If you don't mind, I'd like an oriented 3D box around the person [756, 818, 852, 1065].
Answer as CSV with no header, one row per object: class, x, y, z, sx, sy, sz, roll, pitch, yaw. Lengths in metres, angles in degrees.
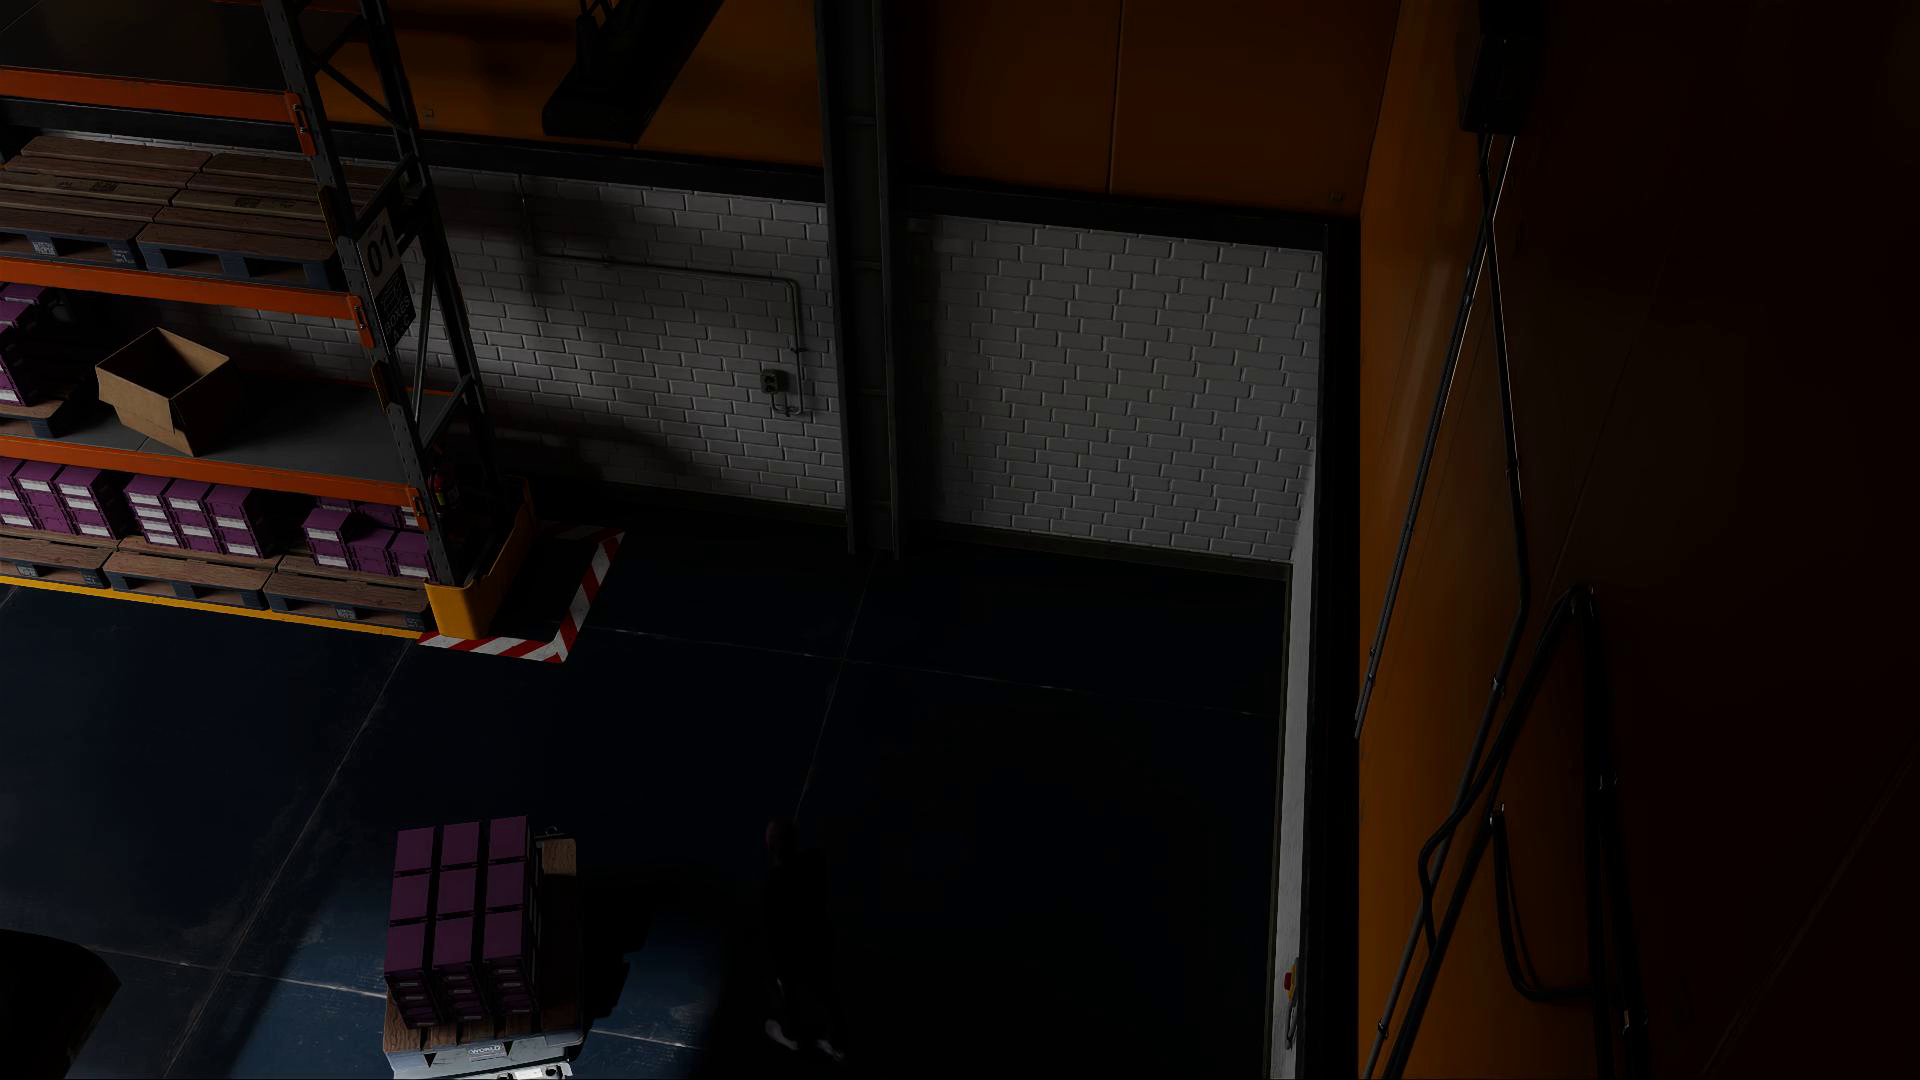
person,-0.785,2.204,8.724,0.942,1.716,0.875,29,51,27
